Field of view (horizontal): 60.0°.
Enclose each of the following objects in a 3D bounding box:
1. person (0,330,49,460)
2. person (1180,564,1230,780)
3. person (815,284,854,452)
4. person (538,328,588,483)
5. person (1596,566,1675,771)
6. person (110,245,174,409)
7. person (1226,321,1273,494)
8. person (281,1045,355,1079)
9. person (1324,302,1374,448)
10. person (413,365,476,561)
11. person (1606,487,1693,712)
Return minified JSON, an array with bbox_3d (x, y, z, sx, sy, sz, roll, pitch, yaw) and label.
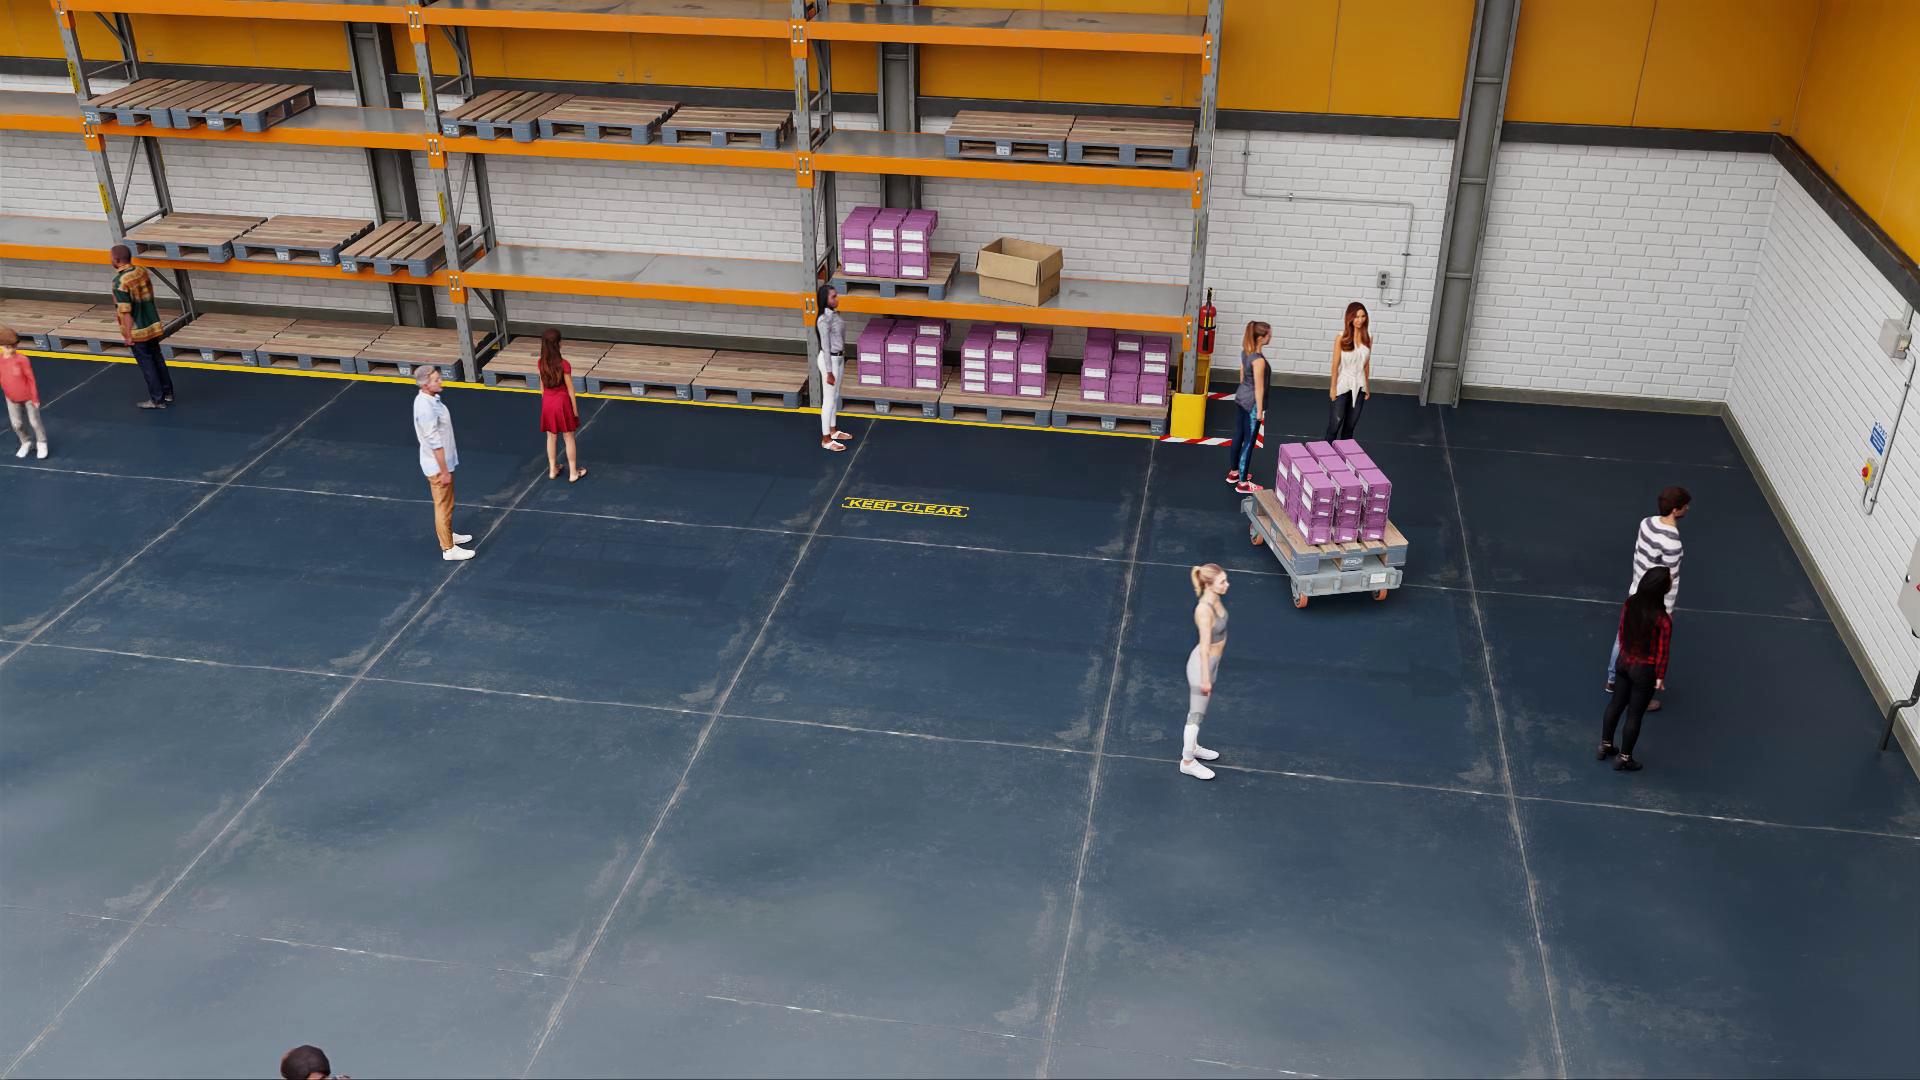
[{"bbox_3d":[-9.441,-1.477,16.724,0.575,1.397,0.680,5,29,10],"label":"person"},{"bbox_3d":[1.763,0.919,12.013,0.545,1.703,0.589,8,30,14],"label":"person"},{"bbox_3d":[-1.310,-1.778,16.934,0.518,1.725,0.587,6,29,10],"label":"person"},{"bbox_3d":[-3.940,-1.326,16.288,0.561,1.549,0.633,8,30,14],"label":"person"},{"bbox_3d":[4.903,0.926,12.046,0.688,1.657,0.665,-12,31,-22],"label":"person"},{"bbox_3d":[-8.758,-2.288,17.782,0.650,1.807,0.693,3,29,6],"label":"person"},{"bbox_3d":[2.806,-1.304,16.064,0.644,1.725,0.641,-6,29,-11],"label":"person"},{"bbox_3d":[-2.991,3.099,8.004,0.681,1.714,0.723,-25,37,-38],"label":"person"},{"bbox_3d":[3.804,-1.485,16.334,0.620,1.785,0.726,-10,30,-17],"label":"person"},{"bbox_3d":[-4.664,-0.710,14.869,0.753,1.828,0.767,-9,30,-16],"label":"person"},{"bbox_3d":[5.289,0.429,12.753,0.657,1.855,0.712,-5,29,-9],"label":"person"}]
